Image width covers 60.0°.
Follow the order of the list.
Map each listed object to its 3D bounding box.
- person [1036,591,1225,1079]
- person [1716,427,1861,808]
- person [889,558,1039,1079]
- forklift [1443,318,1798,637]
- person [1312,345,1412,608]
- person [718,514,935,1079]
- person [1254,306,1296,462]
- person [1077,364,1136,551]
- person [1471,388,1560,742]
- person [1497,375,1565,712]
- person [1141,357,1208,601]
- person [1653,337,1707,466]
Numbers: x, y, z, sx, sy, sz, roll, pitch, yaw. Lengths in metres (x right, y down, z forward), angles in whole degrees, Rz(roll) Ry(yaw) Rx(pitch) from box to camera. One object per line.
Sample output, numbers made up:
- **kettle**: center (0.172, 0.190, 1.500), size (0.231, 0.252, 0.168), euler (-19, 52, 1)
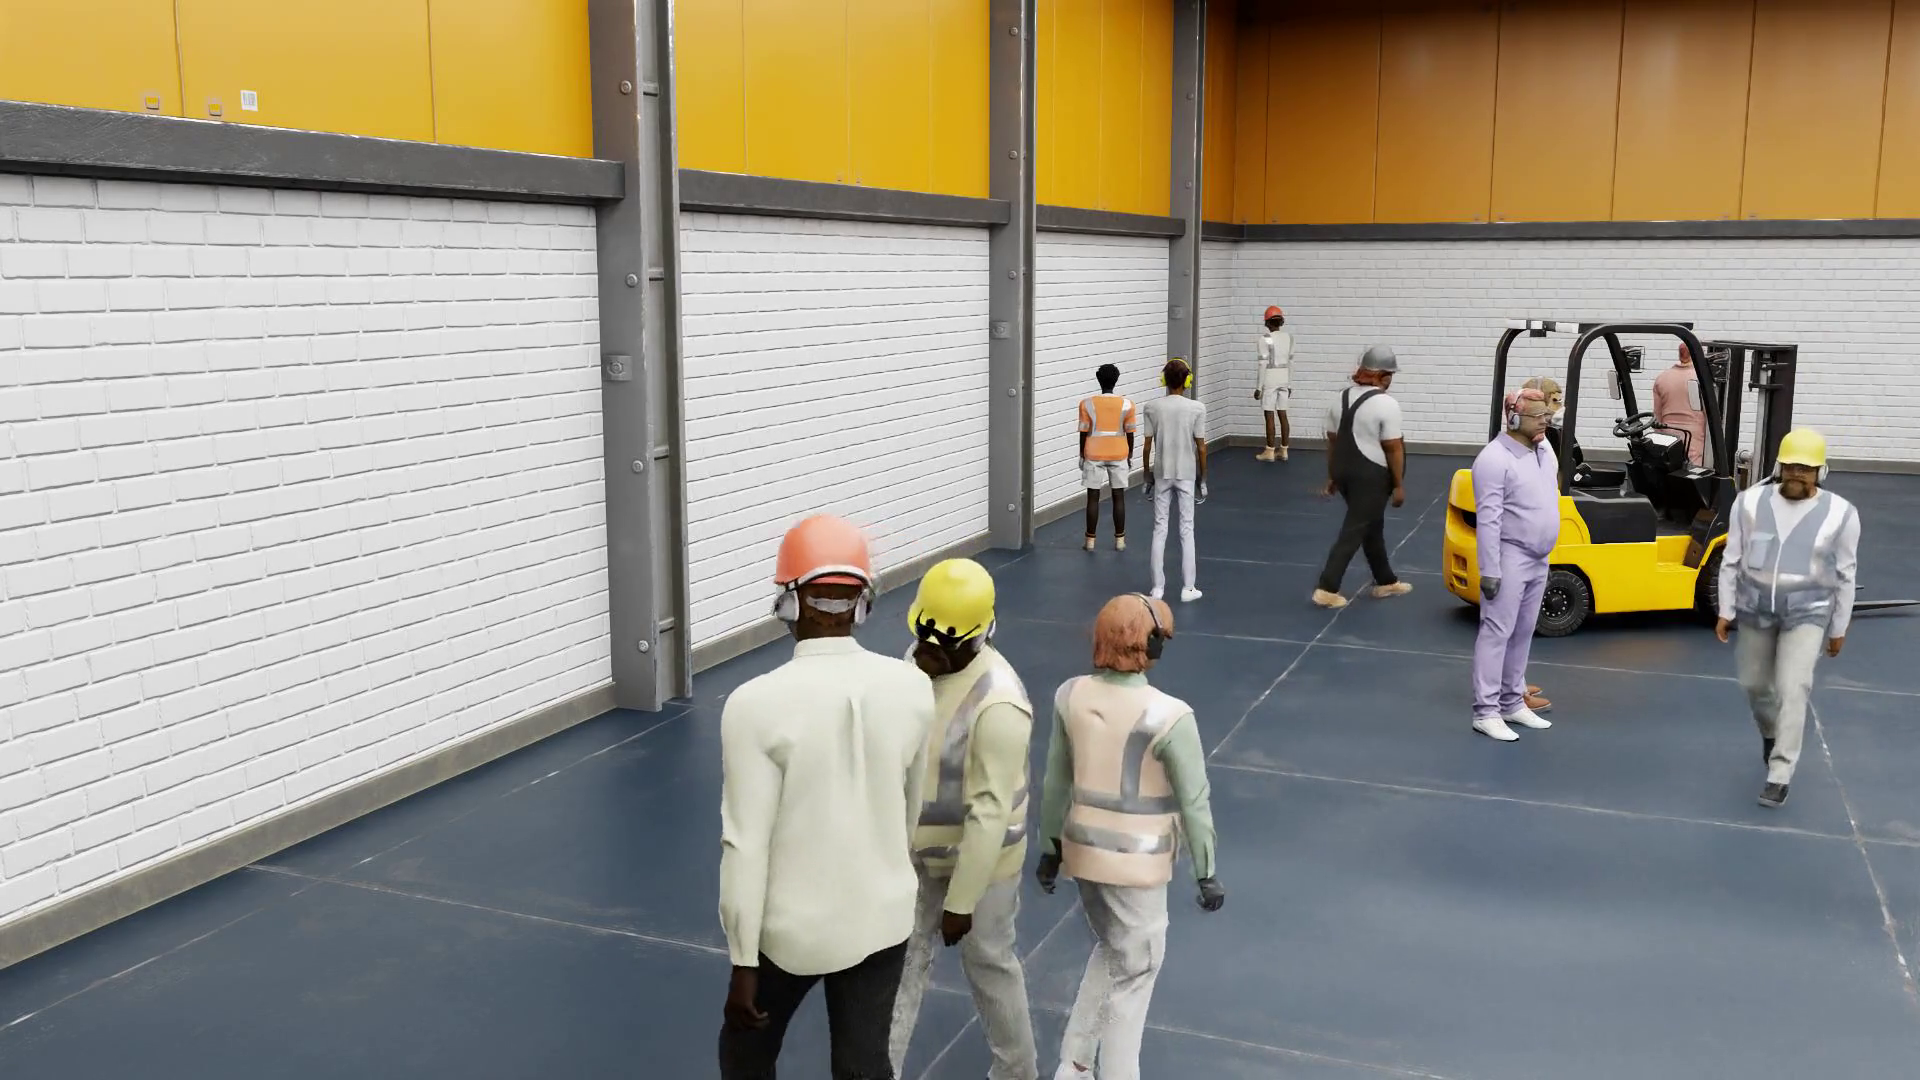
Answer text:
- **person**: center (0.482, 0.961, 4.879), size (0.394, 1.624, 0.533), euler (-8, 12, -40)
- **person**: center (4.027, 0.336, 8.099), size (0.586, 1.809, 0.803), euler (8, 12, 40)
- **person**: center (-0.069, 0.901, 4.791), size (0.790, 1.770, 0.658), euler (-6, 11, -32)
- **forklift**: center (4.706, -0.497, 11.990), size (2.313, 2.155, 1.214), euler (-2, 10, -10)
- **person**: center (3.067, -0.518, 12.580), size (1.051, 2.000, 0.679), euler (-4, 10, -22)
- **person**: center (-0.380, 0.912, 4.133), size (0.624, 1.961, 0.786), euler (-6, 11, -33)
- **person**: center (4.108, -2.047, 21.850), size (0.609, 2.040, 0.395), euler (-6, 11, -31)
- **person**: center (1.318, -0.739, 14.980), size (0.534, 1.691, 0.318), euler (-1, 9, -4)
- **person**: center (3.050, 0.127, 9.080), size (0.651, 1.907, 0.409), euler (-9, 13, -43)
- **person**: center (3.284, 0.014, 9.665), size (0.359, 1.938, 0.632), euler (2, 10, 12)
- **person**: center (1.646, -0.460, 12.747), size (0.515, 1.872, 0.328), euler (3, 10, 17)
- **person**: center (6.724, -0.914, 15.372), size (0.411, 1.913, 0.643), euler (-6, 11, -33)
